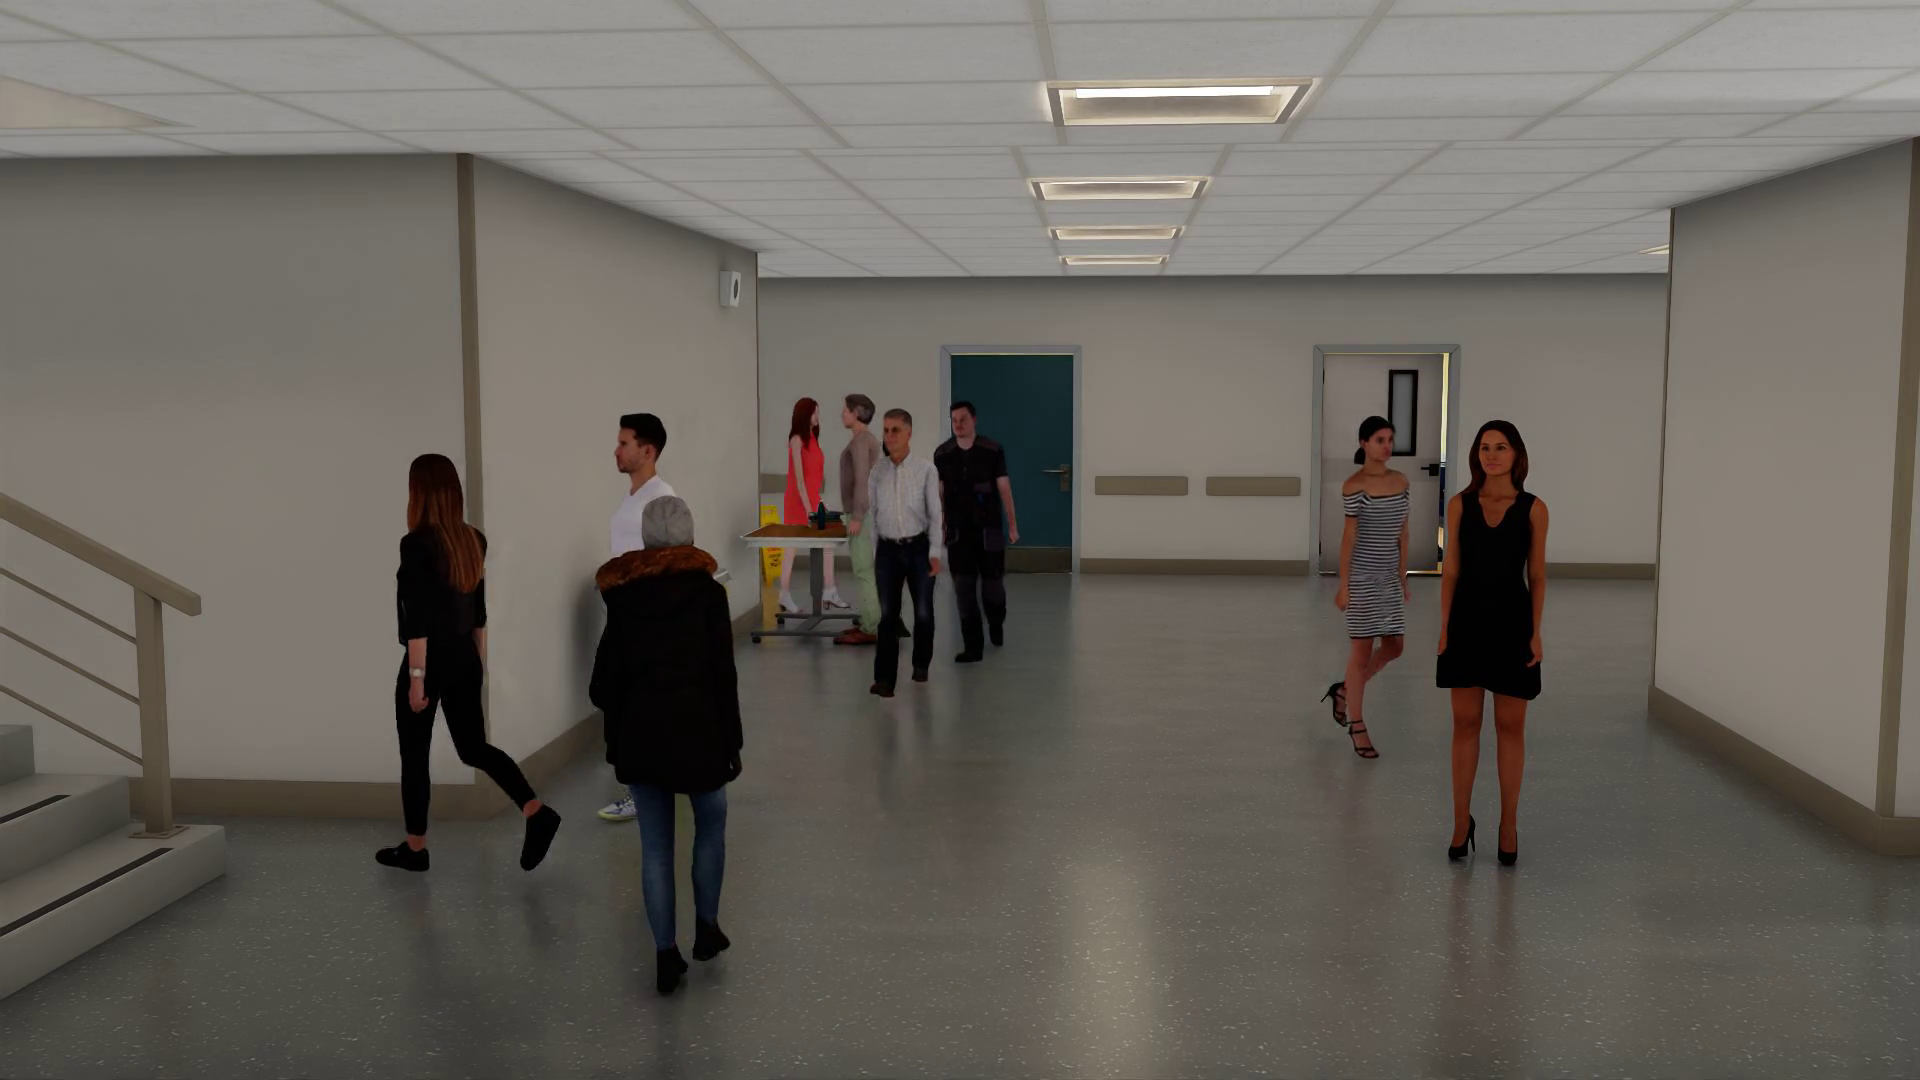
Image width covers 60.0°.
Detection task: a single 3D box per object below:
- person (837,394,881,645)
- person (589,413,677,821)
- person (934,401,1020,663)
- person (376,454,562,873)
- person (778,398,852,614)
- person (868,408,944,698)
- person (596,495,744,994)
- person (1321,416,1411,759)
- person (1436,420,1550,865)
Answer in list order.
[{"bbox_3d":[-0.732,-0.164,12.540,0.581,1.872,0.680,0,6,2],"label":"person"},{"bbox_3d":[-1.381,0.346,7.609,0.894,1.843,0.843,-3,7,-29],"label":"person"},{"bbox_3d":[0.123,-0.056,11.773,1.172,1.810,0.988,1,6,12],"label":"person"},{"bbox_3d":[-1.978,0.523,6.634,1.147,1.687,0.857,3,6,25],"label":"person"},{"bbox_3d":[-1.394,-0.269,13.918,0.914,1.804,0.743,2,6,22],"label":"person"},{"bbox_3d":[-0.309,0.090,10.519,1.163,1.771,0.820,1,6,12],"label":"person"},{"bbox_3d":[-0.950,0.675,5.442,0.626,1.623,0.717,0,6,3],"label":"person"},{"bbox_3d":[2.123,0.249,8.785,0.879,1.800,0.908,-4,7,-31],"label":"person"},{"bbox_3d":[2.203,0.423,6.884,0.562,1.835,0.698,2,6,23],"label":"person"}]
